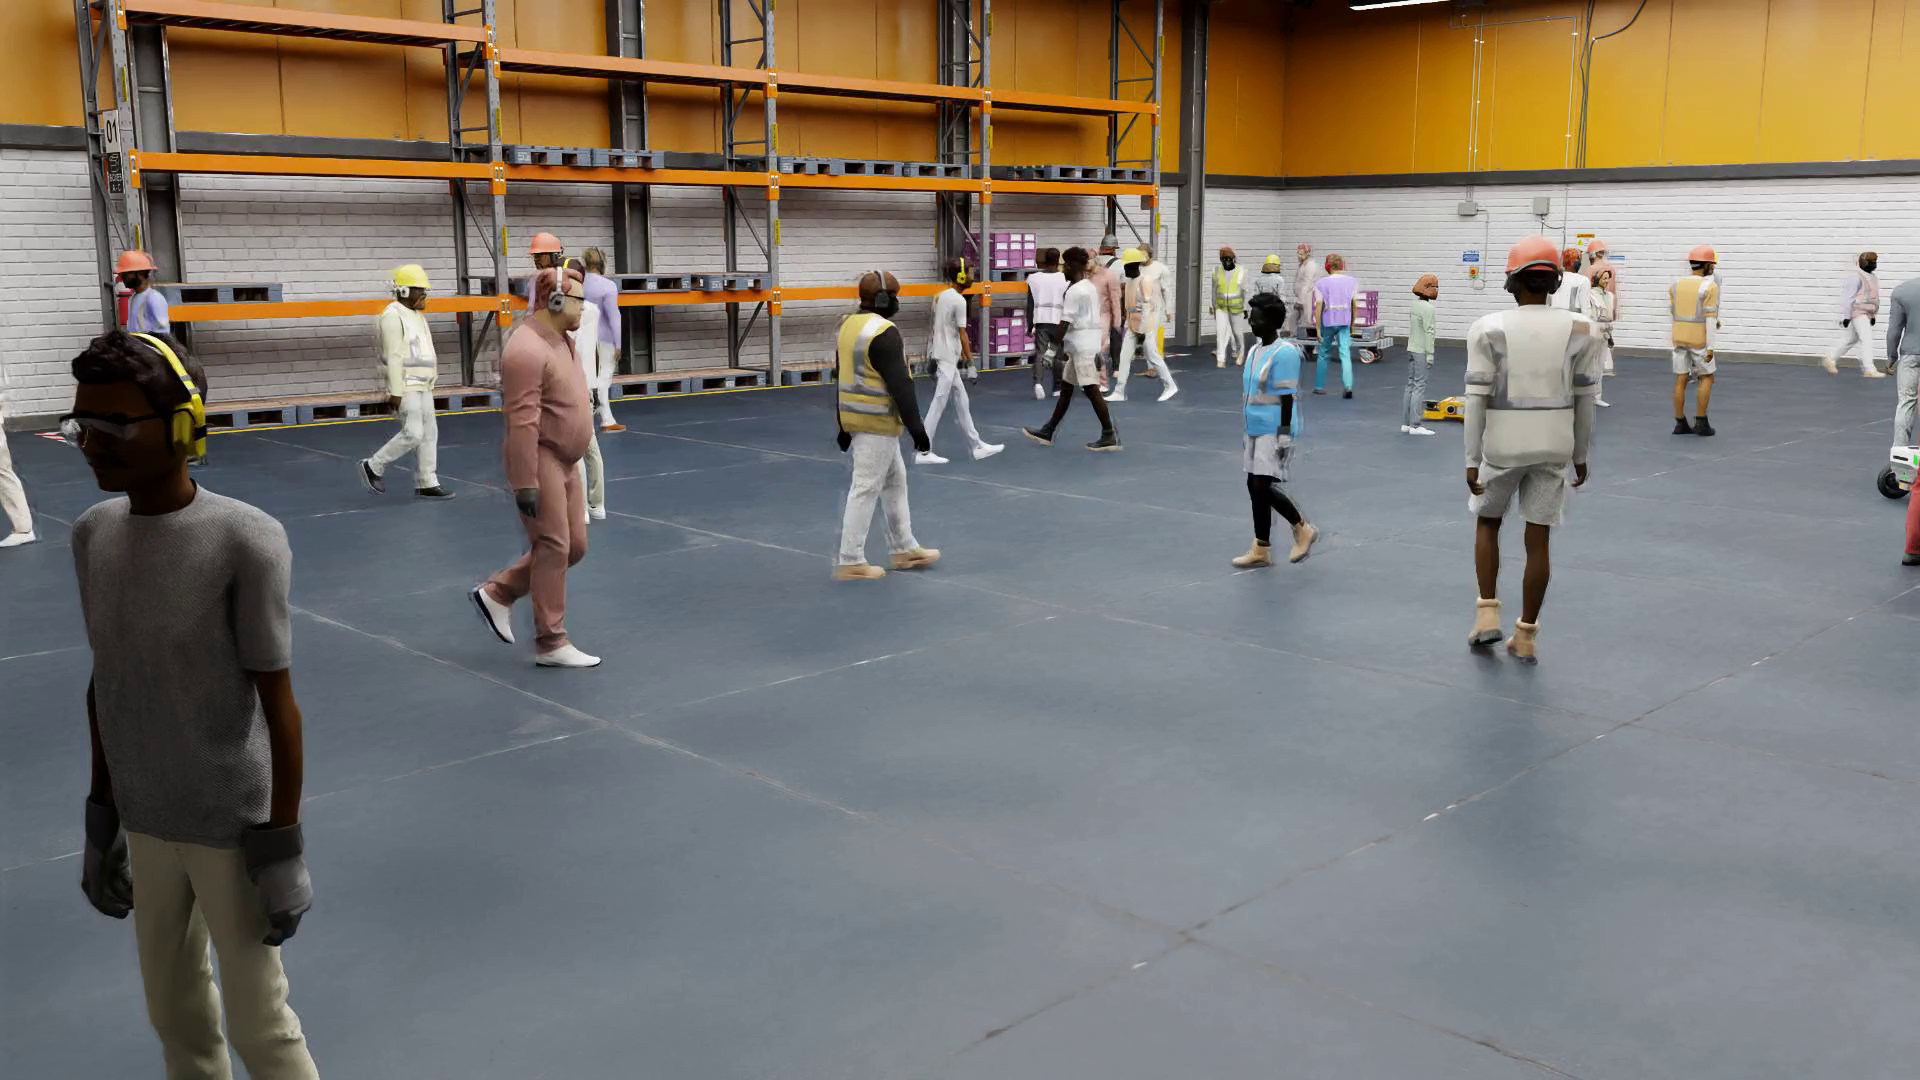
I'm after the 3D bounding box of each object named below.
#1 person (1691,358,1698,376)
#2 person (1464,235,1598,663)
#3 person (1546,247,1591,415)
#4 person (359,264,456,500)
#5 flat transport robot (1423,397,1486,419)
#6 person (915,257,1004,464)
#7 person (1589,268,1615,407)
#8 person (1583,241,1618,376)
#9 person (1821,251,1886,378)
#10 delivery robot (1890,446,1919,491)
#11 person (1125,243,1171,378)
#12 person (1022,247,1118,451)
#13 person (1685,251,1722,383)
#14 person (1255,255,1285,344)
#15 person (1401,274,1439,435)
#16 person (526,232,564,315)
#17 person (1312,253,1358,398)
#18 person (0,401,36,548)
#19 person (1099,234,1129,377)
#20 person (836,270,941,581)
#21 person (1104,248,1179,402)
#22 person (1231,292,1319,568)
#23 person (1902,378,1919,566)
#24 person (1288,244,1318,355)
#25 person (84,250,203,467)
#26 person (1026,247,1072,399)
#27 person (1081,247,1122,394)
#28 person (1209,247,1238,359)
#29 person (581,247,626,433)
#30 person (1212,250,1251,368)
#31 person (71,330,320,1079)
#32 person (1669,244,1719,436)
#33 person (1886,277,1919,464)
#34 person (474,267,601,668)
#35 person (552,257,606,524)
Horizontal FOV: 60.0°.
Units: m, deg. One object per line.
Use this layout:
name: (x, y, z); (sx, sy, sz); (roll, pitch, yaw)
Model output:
person: (10.642, -3.216, 24.042); (0.530, 1.689, 0.321); (-4, 11, -23)
person: (2.705, -0.429, 7.950); (0.621, 2.022, 0.544); (2, 11, 10)
person: (6.829, -2.343, 18.745); (0.338, 1.882, 0.582); (-8, 13, -36)
person: (-4.220, -1.186, 12.620); (0.605, 1.808, 0.601); (1, 10, 5)
flat transport robot: (5.845, -1.425, 18.144); (1.431, 0.197, 0.652); (5, 11, 24)
person: (0.009, -1.581, 14.761); (0.925, 1.821, 0.565); (-3, 11, -15)
person: (7.500, -2.377, 19.603); (0.511, 1.641, 0.308); (-6, 12, -29)
person: (9.243, -3.389, 24.311); (0.629, 1.928, 1.049); (-7, 12, -32)
person: (12.936, -3.261, 23.994); (0.634, 1.807, 0.942); (-8, 13, -38)
delivery robot: (7.446, -0.596, 12.578); (0.707, 0.478, 0.477); (-1, 11, -5)
person: (2.631, -3.242, 23.597); (0.641, 1.899, 0.875); (5, 12, 25)
person: (1.066, -1.806, 15.732); (0.994, 1.906, 0.619); (3, 11, 16)
person: (10.192, -3.062, 22.830); (0.586, 1.826, 0.403); (-3, 11, -14)
person: (4.571, -3.323, 24.494); (0.483, 1.737, 0.311); (8, 13, 37)
person: (4.706, -1.884, 16.952); (0.271, 1.629, 0.500); (-1, 10, -6)
person: (-3.689, -1.730, 14.970); (0.608, 2.044, 0.370); (7, 12, 32)
person: (4.720, -2.686, 20.862); (0.585, 1.803, 0.963); (-1, 10, -4)
person: (-6.404, -0.708, 10.620); (0.516, 1.598, 0.825); (10, 14, 43)
person: (2.134, -3.361, 23.872); (0.687, 2.000, 0.535); (5, 12, 26)
person: (-0.382, -0.668, 9.825); (0.840, 1.810, 0.636); (-4, 11, -21)
person: (2.240, -2.615, 20.273); (0.973, 1.881, 0.584); (-5, 11, -25)
person: (1.886, -0.652, 10.060); (0.410, 1.682, 0.547); (-3, 11, -14)
person: (5.981, -0.680, 10.004); (0.327, 1.767, 0.533); (-1, 10, -3)
person: (5.747, -4.042, 28.041); (0.680, 1.873, 0.667); (0, 10, 0)
person: (-7.032, -1.516, 14.228); (1.000, 1.881, 0.574); (-9, 14, -41)
person: (1.099, -2.701, 20.725); (0.604, 1.884, 0.942); (3, 11, 14)
person: (1.643, -2.743, 20.986); (0.654, 1.862, 0.937); (8, 13, 38)
person: (4.385, -3.875, 27.275); (0.589, 1.819, 1.034); (8, 13, 37)
person: (-3.710, -1.987, 16.748); (0.639, 1.914, 0.846); (7, 13, 34)
person: (4.195, -3.573, 25.693); (0.640, 1.809, 0.888); (4, 11, 19)
person: (-1.421, 0.543, 3.085); (0.516, 1.861, 0.316); (4, 11, 23)
person: (7.428, -2.013, 16.826); (0.427, 1.931, 0.563); (-6, 12, -31)
person: (8.395, -1.582, 14.448); (0.634, 1.938, 0.355); (7, 12, 33)
person: (-2.015, -0.337, 7.823); (0.591, 1.880, 0.667); (1, 10, 5)
person: (-2.718, -1.043, 11.697); (0.315, 1.871, 0.534); (4, 11, 21)
